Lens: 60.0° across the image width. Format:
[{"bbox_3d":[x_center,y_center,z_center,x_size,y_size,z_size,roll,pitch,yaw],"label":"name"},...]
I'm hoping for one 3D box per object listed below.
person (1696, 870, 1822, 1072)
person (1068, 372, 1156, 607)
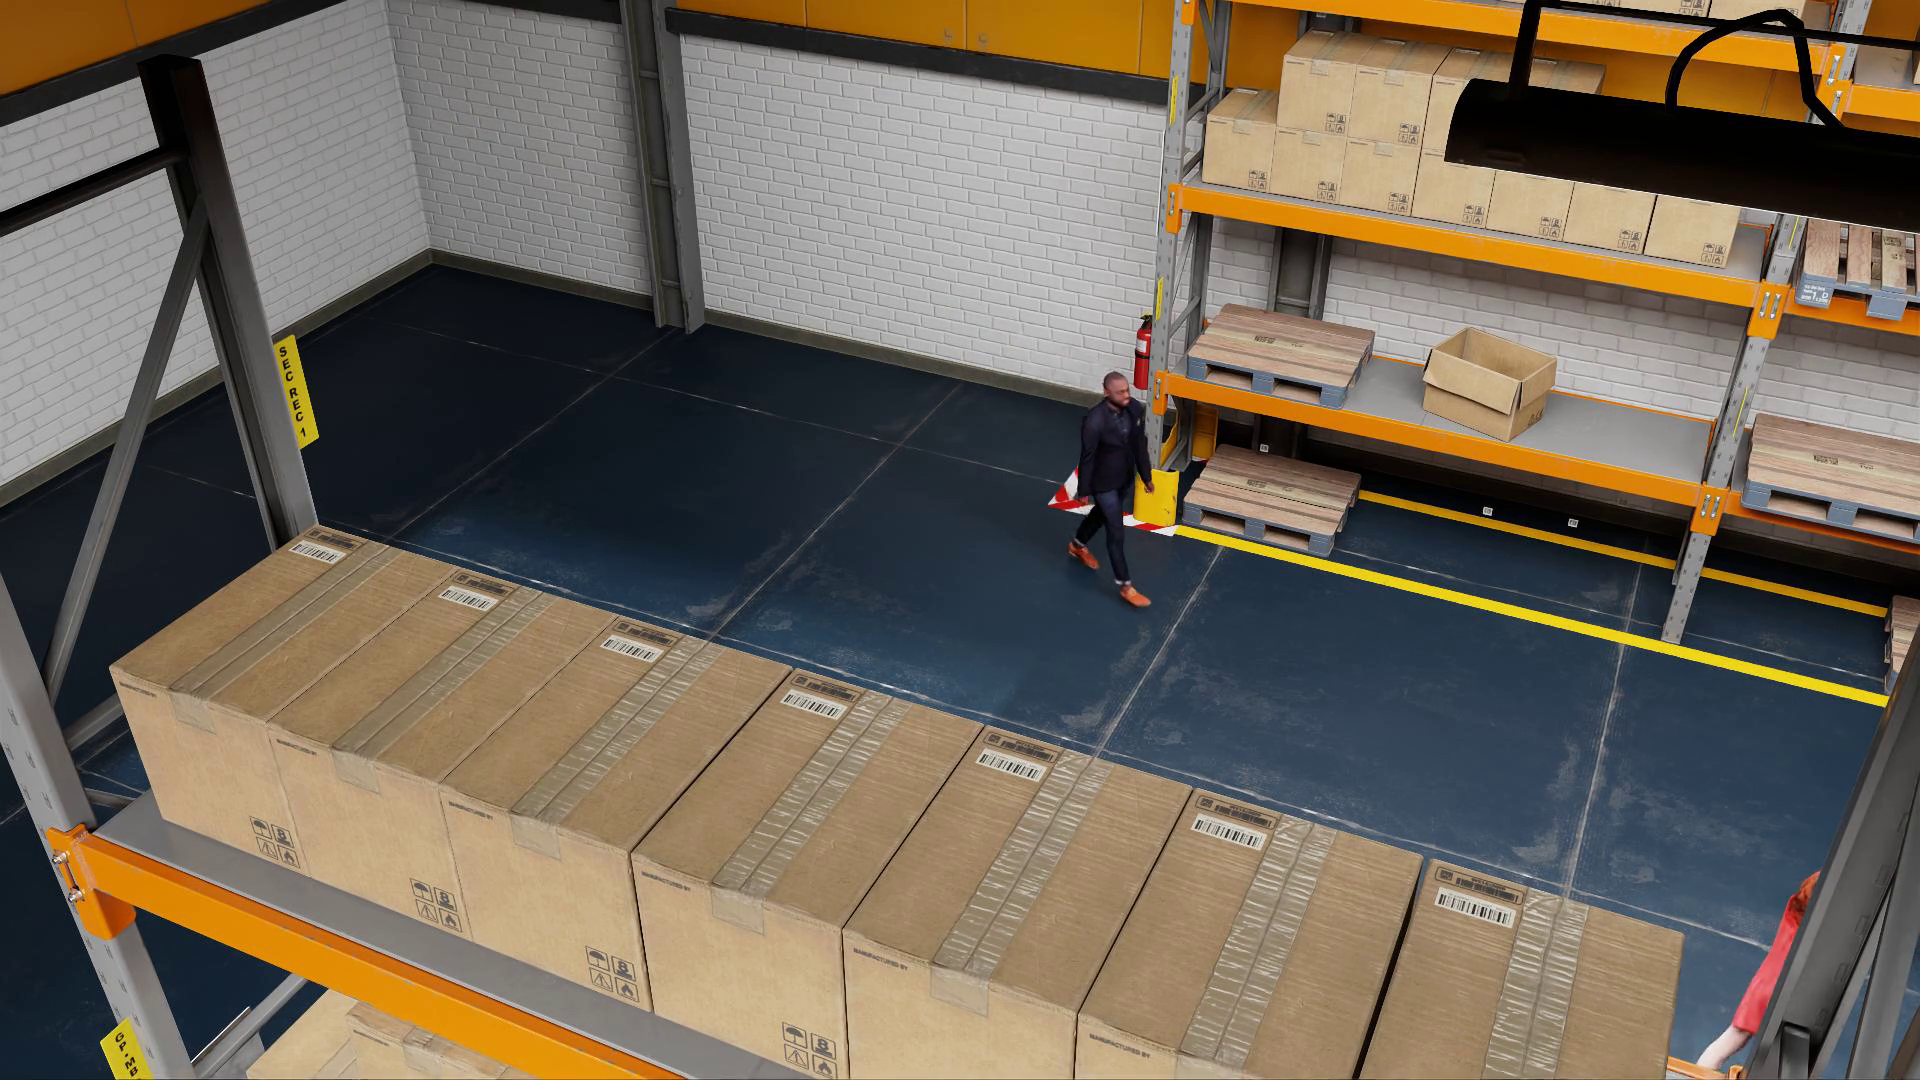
[{"bbox_3d":[3.946,2.279,8.072,1.174,1.770,1.003,-5,34,-8],"label":"person"},{"bbox_3d":[1.048,-0.451,12.172,1.262,1.777,0.953,29,43,36],"label":"person"}]
